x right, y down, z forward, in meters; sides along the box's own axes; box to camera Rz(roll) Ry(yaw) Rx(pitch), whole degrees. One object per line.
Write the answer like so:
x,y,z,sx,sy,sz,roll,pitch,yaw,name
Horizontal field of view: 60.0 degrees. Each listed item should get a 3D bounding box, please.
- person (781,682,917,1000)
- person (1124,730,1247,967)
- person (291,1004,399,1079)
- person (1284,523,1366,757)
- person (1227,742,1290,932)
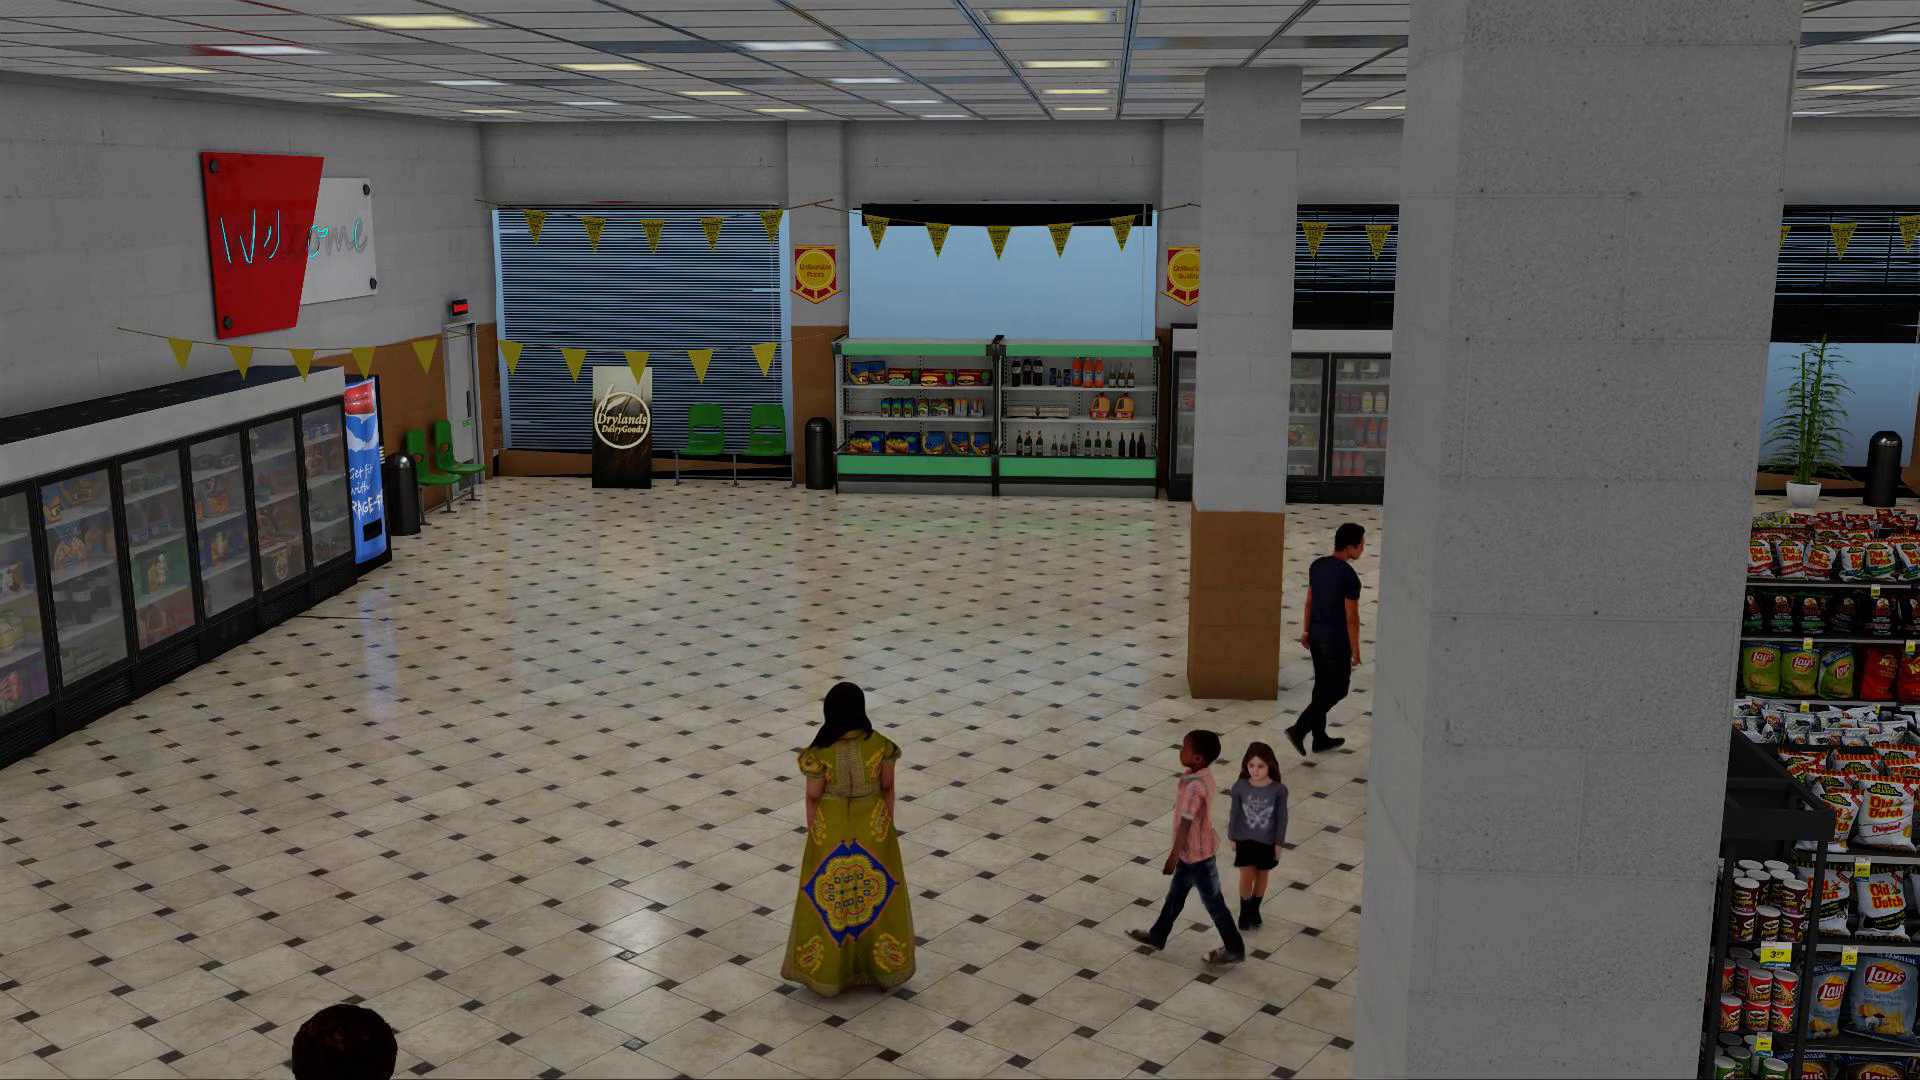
-0.557,1.528,8.508,0.856,1.656,1.027,-3,12,-14,person
1.319,1.657,8.812,0.925,1.278,0.623,3,12,15,person
-1.834,2.255,4.981,1.002,1.687,0.732,0,12,-2,person
2.609,0.751,11.951,1.061,1.758,0.974,-8,14,-34,person
1.676,1.641,9.346,0.434,1.090,0.523,1,12,6,person
